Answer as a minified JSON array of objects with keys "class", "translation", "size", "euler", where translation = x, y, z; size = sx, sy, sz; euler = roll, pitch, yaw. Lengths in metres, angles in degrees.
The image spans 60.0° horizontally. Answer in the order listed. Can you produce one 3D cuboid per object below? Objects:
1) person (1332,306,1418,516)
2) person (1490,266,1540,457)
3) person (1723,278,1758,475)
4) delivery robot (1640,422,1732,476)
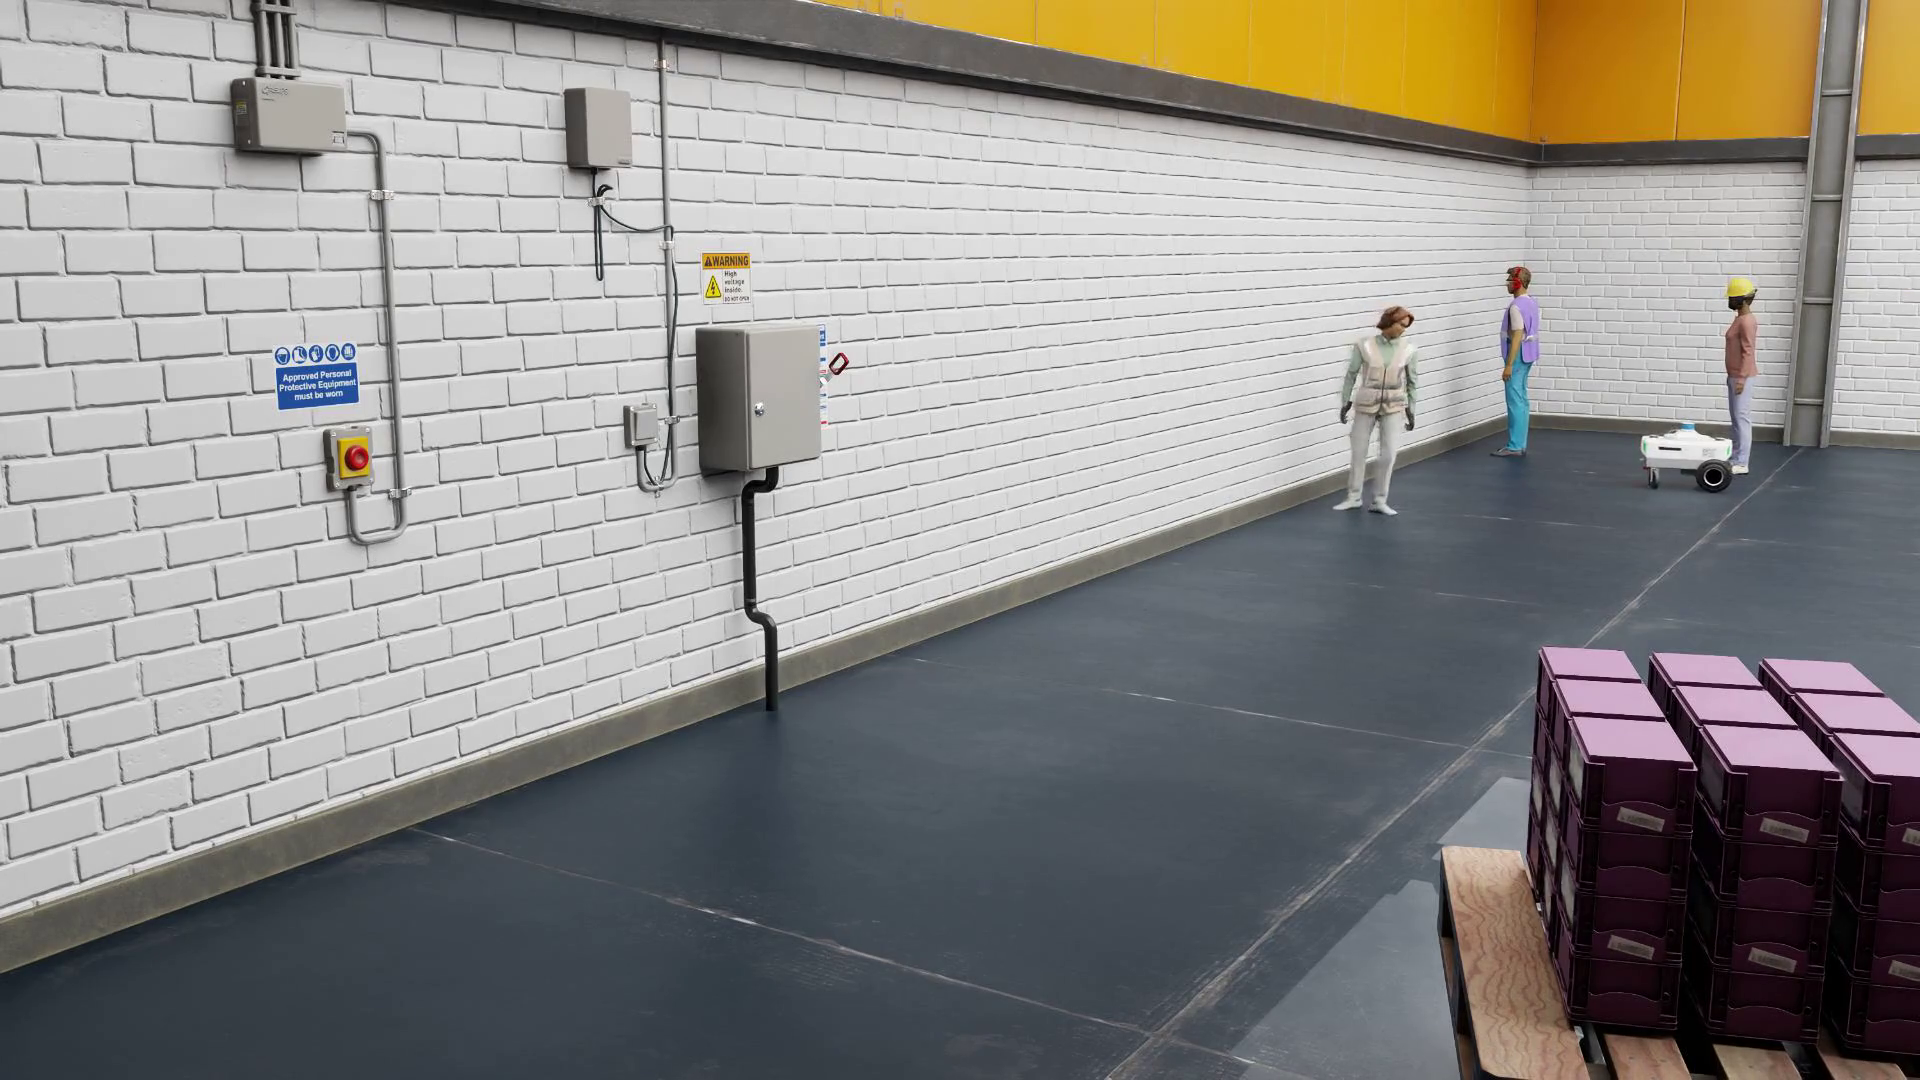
[{"class":"person","translation":[3.195,-0.988,12.758],"size":[0.585,1.608,0.457],"euler":[1,10,5]},{"class":"person","translation":[5.423,-1.724,16.158],"size":[0.378,1.844,0.569],"euler":[6,12,31]},{"class":"person","translation":[6.981,-1.462,14.947],"size":[0.329,1.763,0.523],"euler":[3,11,17]},{"class":"delivery robot","translation":[6.166,-0.759,14.129],"size":[0.707,0.478,0.477],"euler":[5,11,24]}]
